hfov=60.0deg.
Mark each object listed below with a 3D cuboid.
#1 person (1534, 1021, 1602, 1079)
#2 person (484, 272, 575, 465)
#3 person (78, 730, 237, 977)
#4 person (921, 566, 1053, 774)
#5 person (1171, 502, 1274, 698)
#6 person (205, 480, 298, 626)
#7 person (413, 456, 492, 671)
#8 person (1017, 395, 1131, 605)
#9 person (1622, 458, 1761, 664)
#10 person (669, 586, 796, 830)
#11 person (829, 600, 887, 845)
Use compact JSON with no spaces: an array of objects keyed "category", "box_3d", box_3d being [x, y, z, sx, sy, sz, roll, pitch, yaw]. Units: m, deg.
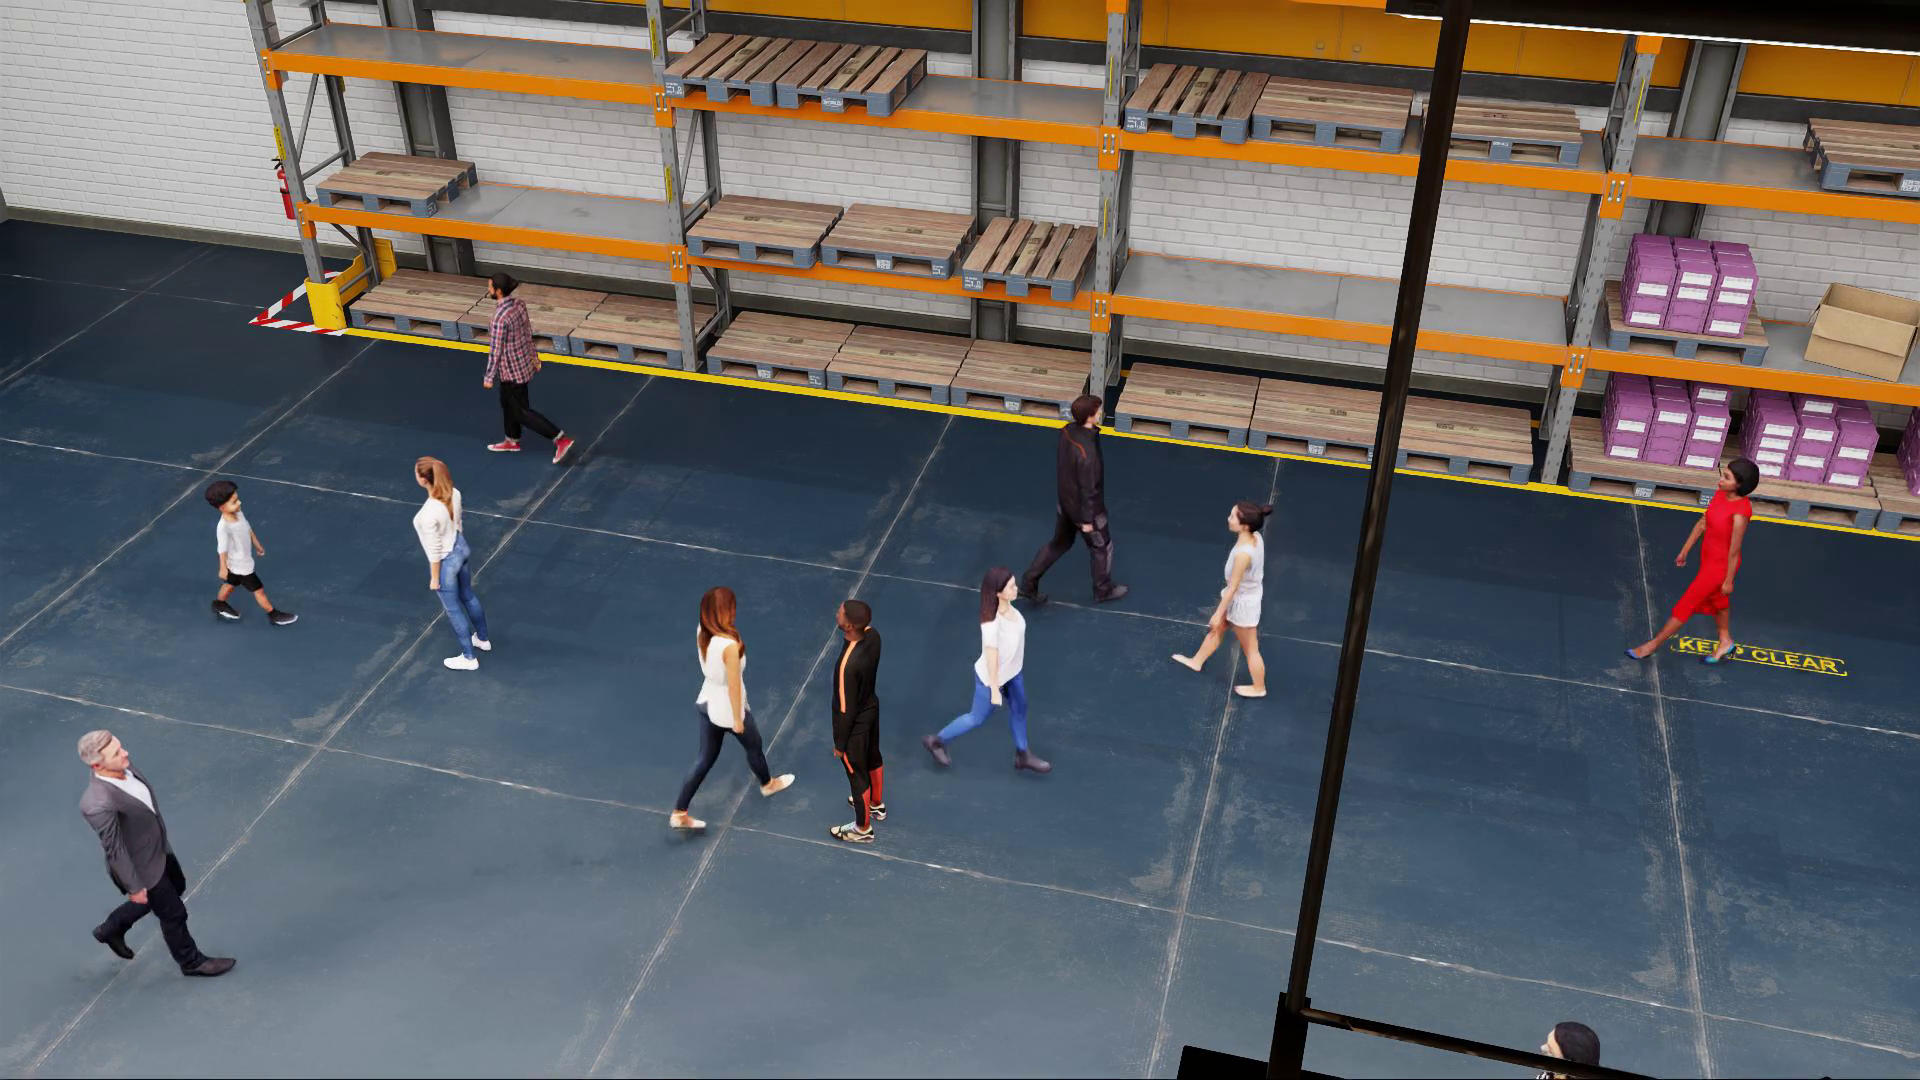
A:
[{"category":"person","box_3d":[2.802,2.916,7.711,1.135,1.742,0.662,6,34,9]},{"category":"person","box_3d":[-3.762,-1.459,14.288,1.126,1.750,0.813,2,34,3]},{"category":"person","box_3d":[-4.658,1.793,9.329,1.117,1.821,0.975,-6,34,-9]},{"category":"person","box_3d":[0.142,0.888,10.843,1.088,1.654,0.609,8,34,12]},{"category":"person","box_3d":[2.049,0.442,11.577,0.938,1.584,0.597,10,35,14]},{"category":"person","box_3d":[-5.448,0.116,12.382,0.943,1.235,0.652,-1,34,-2]},{"category":"person","box_3d":[-3.643,0.158,11.882,0.512,1.719,0.614,7,34,11]},{"category":"person","box_3d":[0.810,-0.247,12.413,1.261,1.805,1.135,-13,36,-19]},{"category":"person","box_3d":[5.463,0.205,11.827,1.123,1.702,0.771,0,34,0]},{"category":"person","box_3d":[-1.580,1.102,10.444,1.092,1.738,1.157,-25,41,-32]},{"category":"person","box_3d":[-0.631,1.112,10.367,0.551,1.808,0.634,12,35,17]}]
